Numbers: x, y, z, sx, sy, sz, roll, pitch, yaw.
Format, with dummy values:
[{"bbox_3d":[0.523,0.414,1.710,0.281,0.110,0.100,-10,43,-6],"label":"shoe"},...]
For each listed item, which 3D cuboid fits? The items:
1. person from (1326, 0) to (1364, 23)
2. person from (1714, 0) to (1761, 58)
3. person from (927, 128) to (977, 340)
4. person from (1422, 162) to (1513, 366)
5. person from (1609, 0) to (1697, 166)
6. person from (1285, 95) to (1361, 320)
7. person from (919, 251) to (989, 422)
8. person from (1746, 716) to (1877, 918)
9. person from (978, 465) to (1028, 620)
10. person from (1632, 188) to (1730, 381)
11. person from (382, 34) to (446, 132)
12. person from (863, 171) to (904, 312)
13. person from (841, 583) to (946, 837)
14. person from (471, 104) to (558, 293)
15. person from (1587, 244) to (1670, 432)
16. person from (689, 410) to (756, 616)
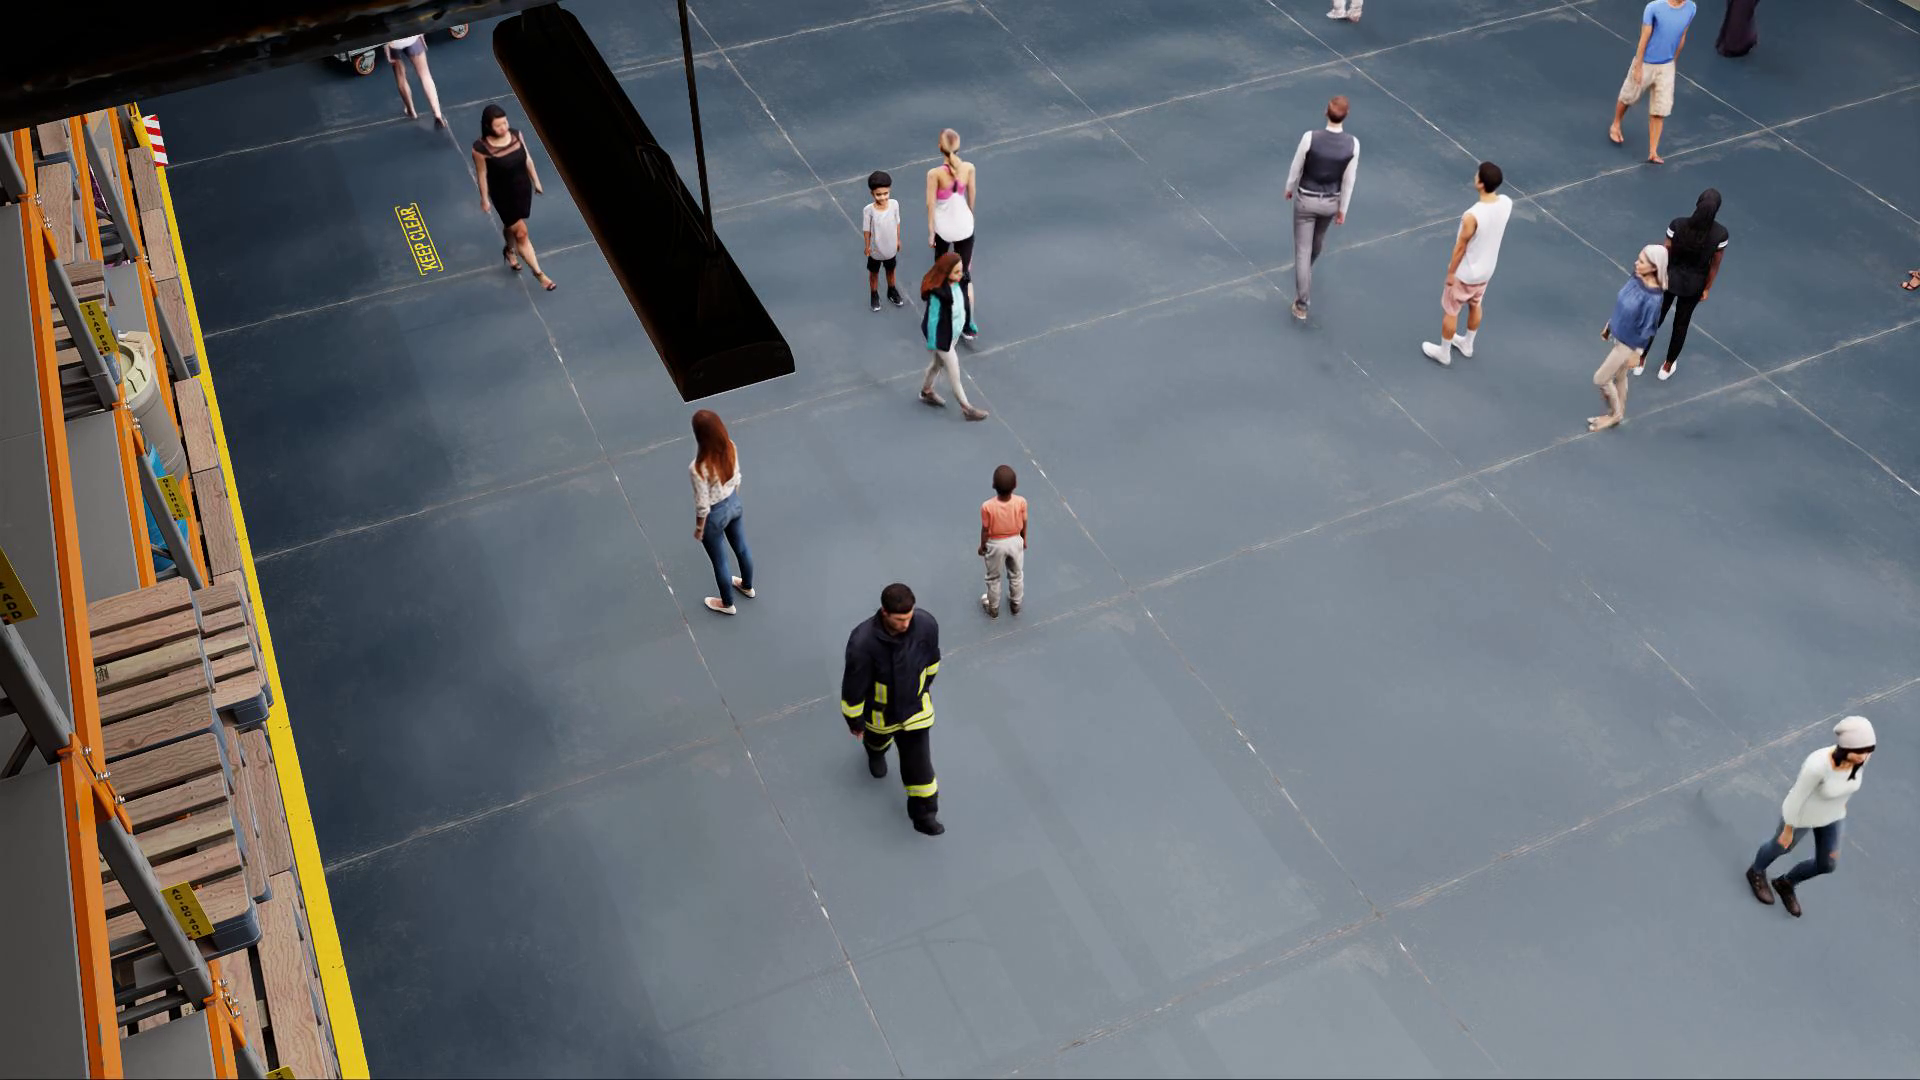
[{"bbox_3d":[4.274,-6.305,17.725,0.662,1.672,0.642,-23,48,-22],"label":"person"},{"bbox_3d":[8.263,-5.737,17.174,0.676,1.609,0.791,-24,49,-23],"label":"person"},{"bbox_3d":[-0.018,-2.464,13.652,0.664,1.729,1.197,-16,46,-16],"label":"person"},{"bbox_3d":[4.114,-2.202,13.338,0.633,1.782,0.564,-20,47,-20],"label":"person"},{"bbox_3d":[6.543,-4.560,15.786,1.002,1.821,1.290,1,44,1],"label":"person"},{"bbox_3d":[2.967,-2.738,13.820,1.069,1.895,1.349,2,44,2],"label":"person"},{"bbox_3d":[-0.174,-1.631,12.964,0.981,1.472,0.873,20,47,20],"label":"person"},{"bbox_3d":[4.840,1.509,9.550,0.664,1.634,0.684,-10,45,-10],"label":"person"},{"bbox_3d":[0.302,0.021,11.346,0.533,1.311,0.537,-7,44,-8],"label":"person"},{"bbox_3d":[5.722,-2.034,13.200,0.713,1.729,0.777,16,46,16],"label":"person"},{"bbox_3d":[-5.347,-4.771,16.062,0.642,1.744,1.030,-24,48,-23],"label":"person"},{"bbox_3d":[-0.659,-2.552,14.083,0.498,1.261,0.510,-15,46,-15],"label":"person"},{"bbox_3d":[-0.445,0.871,10.058,0.871,1.857,1.219,-14,45,-14],"label":"person"},{"bbox_3d":[-3.898,-2.961,14.212,1.136,1.676,0.949,29,51,27],"label":"person"},{"bbox_3d":[5.195,-1.513,12.685,0.795,1.686,0.697,2,44,2],"label":"person"},{"bbox_3d":[-1.620,-0.192,11.269,0.652,1.726,0.651,28,50,26],"label":"person"}]
